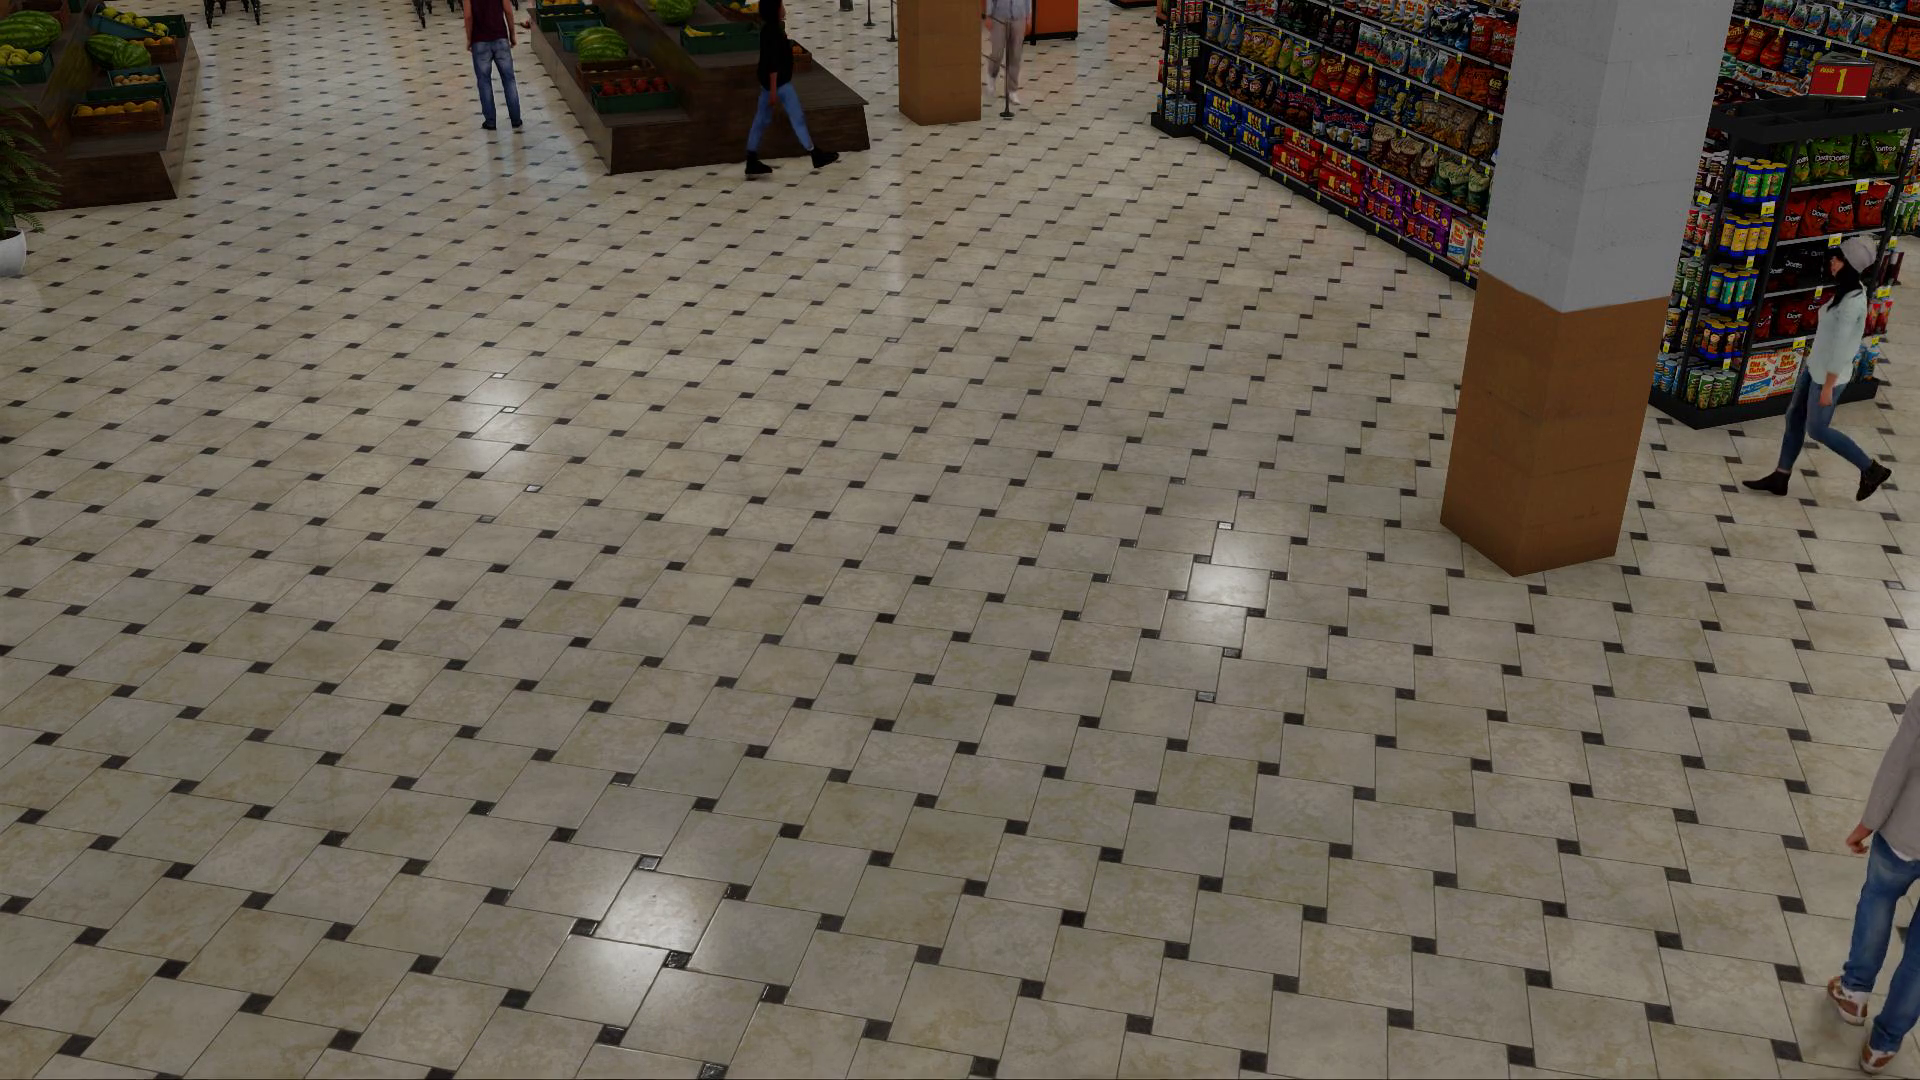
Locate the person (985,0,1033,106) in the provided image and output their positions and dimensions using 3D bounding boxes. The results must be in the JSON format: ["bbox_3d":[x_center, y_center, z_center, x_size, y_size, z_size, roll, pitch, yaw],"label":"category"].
[{"bbox_3d":[0.507,-5.759,18.213,0.724,1.847,0.795,-8,30,-14],"label":"person"}]

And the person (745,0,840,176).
[{"bbox_3d":[-1.825,-4.204,15.566,0.653,1.655,1.058,-10,30,-18],"label":"person"}]

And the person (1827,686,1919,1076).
[{"bbox_3d":[3.326,1.078,5.653,0.799,1.884,0.888,18,33,29],"label":"person"}]

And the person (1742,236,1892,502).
[{"bbox_3d":[5.119,-0.953,9.642,1.014,1.626,0.991,10,30,18],"label":"person"}]

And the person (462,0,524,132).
[{"bbox_3d":[-4.845,-5.174,17.137,0.673,1.852,0.545,-12,31,-21],"label":"person"}]
